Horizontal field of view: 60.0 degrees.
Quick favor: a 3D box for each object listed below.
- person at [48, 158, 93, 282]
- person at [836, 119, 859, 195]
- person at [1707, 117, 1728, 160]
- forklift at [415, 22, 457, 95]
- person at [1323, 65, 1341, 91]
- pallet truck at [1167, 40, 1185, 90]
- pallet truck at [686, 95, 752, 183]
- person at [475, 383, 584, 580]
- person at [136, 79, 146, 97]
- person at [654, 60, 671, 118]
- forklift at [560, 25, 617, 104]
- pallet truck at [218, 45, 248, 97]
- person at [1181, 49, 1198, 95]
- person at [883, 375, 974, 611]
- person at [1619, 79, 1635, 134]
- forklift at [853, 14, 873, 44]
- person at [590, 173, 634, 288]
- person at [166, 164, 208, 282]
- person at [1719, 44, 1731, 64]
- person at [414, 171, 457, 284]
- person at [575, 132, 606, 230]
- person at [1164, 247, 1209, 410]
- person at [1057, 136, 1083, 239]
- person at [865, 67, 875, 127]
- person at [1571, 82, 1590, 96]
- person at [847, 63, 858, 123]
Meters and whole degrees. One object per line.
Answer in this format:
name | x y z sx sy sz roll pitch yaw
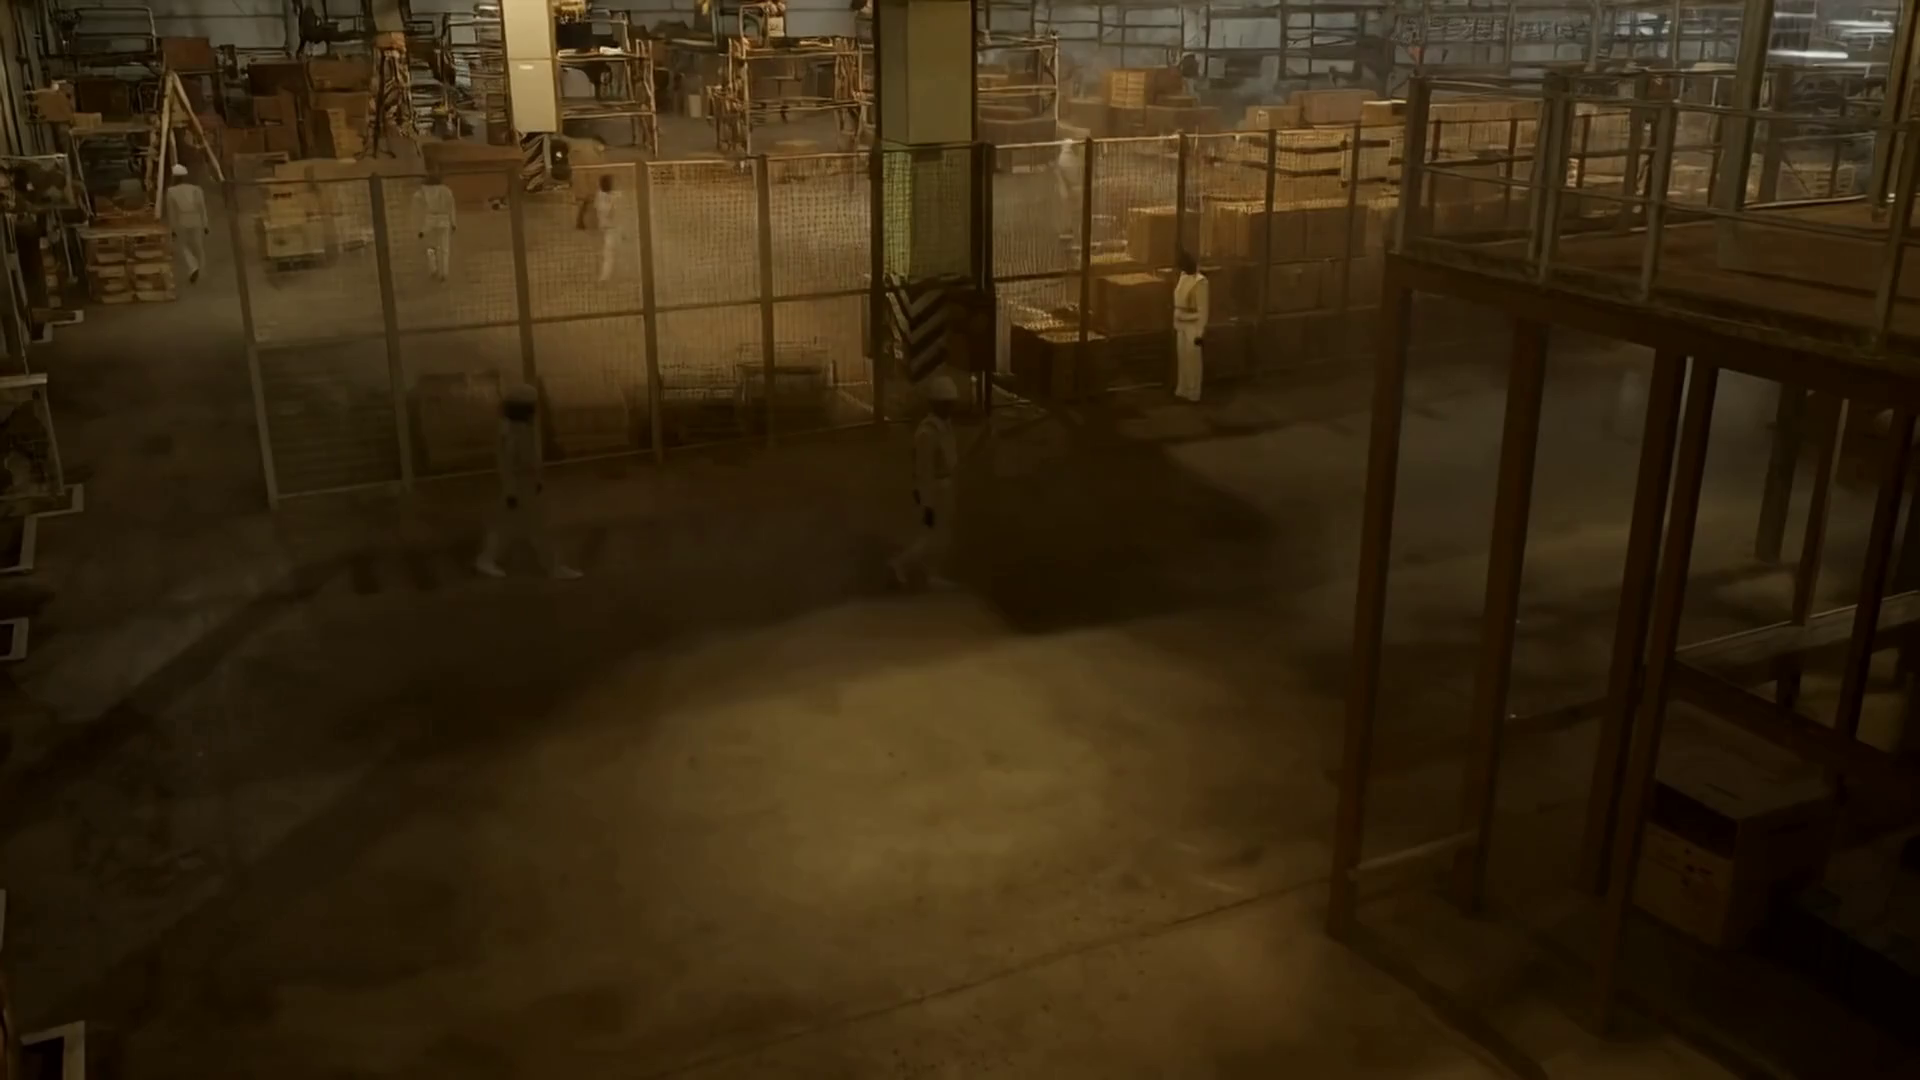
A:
person | -14.482 -5.219 27.134 0.622 1.994 0.382 -18 26 -42
person | -2.519 -8.610 37.430 0.535 1.690 0.320 4 19 11
person | 17.191 -8.751 37.585 0.559 1.856 0.487 1 19 3
forklift | -21.481 -19.474 67.122 1.129 2.768 1.873 14 23 35
person | 11.666 -13.985 52.479 1.023 2.000 0.682 -9 21 -23
pallet truck | 9.045 -19.971 69.895 0.823 1.965 1.885 -3 19 -8
pallet truck | -5.836 -9.608 39.856 0.823 1.965 1.885 10 22 27
person | -3.680 -0.482 13.851 0.905 1.695 0.493 -1 19 -2
person | -25.208 -13.418 51.457 0.515 1.634 0.313 8 21 23
person | -10.147 -15.363 56.663 0.661 1.913 0.661 -18 26 -41
forklift | -14.053 -17.892 62.535 1.873 2.768 1.129 -9 21 -25
pallet truck | -28.879 -18.665 66.111 0.823 1.965 1.885 -3 19 -9
person | 8.674 -17.534 62.870 0.631 1.970 0.784 1 19 2
person | -0.229 -0.356 13.129 0.633 1.934 0.620 6 20 17
person | 19.936 -12.871 49.610 0.613 1.794 0.852 5 20 14
forklift | -4.461 -23.077 77.567 1.129 2.768 1.873 2 19 6
person | -5.646 -5.045 26.941 0.621 1.803 0.958 13 23 34
person | -12.493 -5.117 26.975 0.590 1.909 0.530 -14 23 -34
person | 31.906 -19.743 69.437 1.003 1.887 0.549 -10 22 -27
person | -8.546 -5.122 27.175 0.638 1.789 0.984 -6 20 -16
person | -7.113 -6.967 32.364 0.959 1.902 0.548 6 20 18
person | 2.644 -2.455 19.295 0.354 1.879 0.594 -8 21 -22
person | 2.089 -6.598 31.244 0.597 1.916 0.644 16 25 39
person | -2.810 -14.261 53.515 0.585 1.882 0.337 15 24 37
person | 18.078 -12.579 48.645 0.643 1.884 0.449 1 19 2
person | -3.527 -14.689 54.709 0.407 1.917 0.590 2 19 7
